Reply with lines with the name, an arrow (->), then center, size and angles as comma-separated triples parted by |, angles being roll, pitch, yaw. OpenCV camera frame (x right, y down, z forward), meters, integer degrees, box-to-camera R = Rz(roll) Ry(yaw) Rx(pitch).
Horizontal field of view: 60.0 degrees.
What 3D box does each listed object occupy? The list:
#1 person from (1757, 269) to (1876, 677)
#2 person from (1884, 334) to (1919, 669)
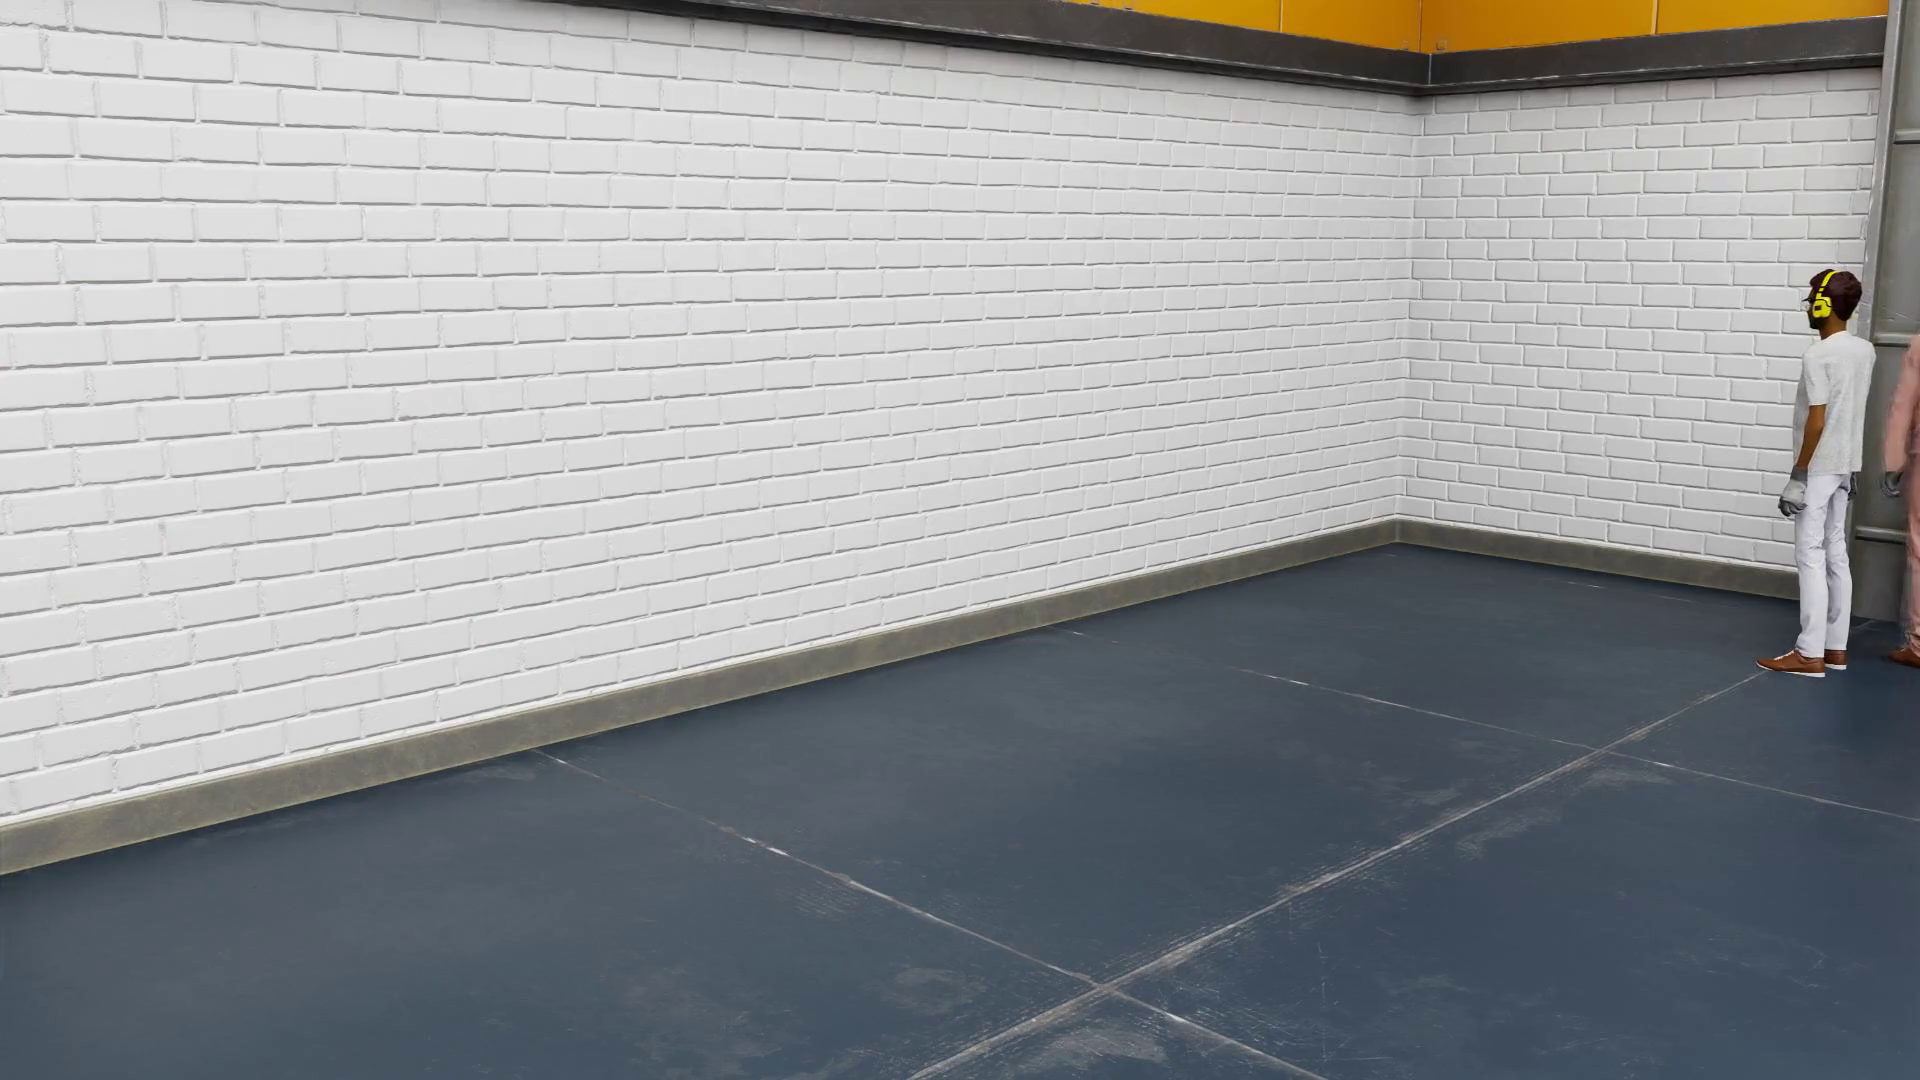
person -> 3.966, -0.303, 7.666 | 0.532, 1.869, 0.311 | -7, 13, -35
person -> 4.616, -0.284, 7.591 | 0.705, 1.866, 0.442 | 6, 12, 31
